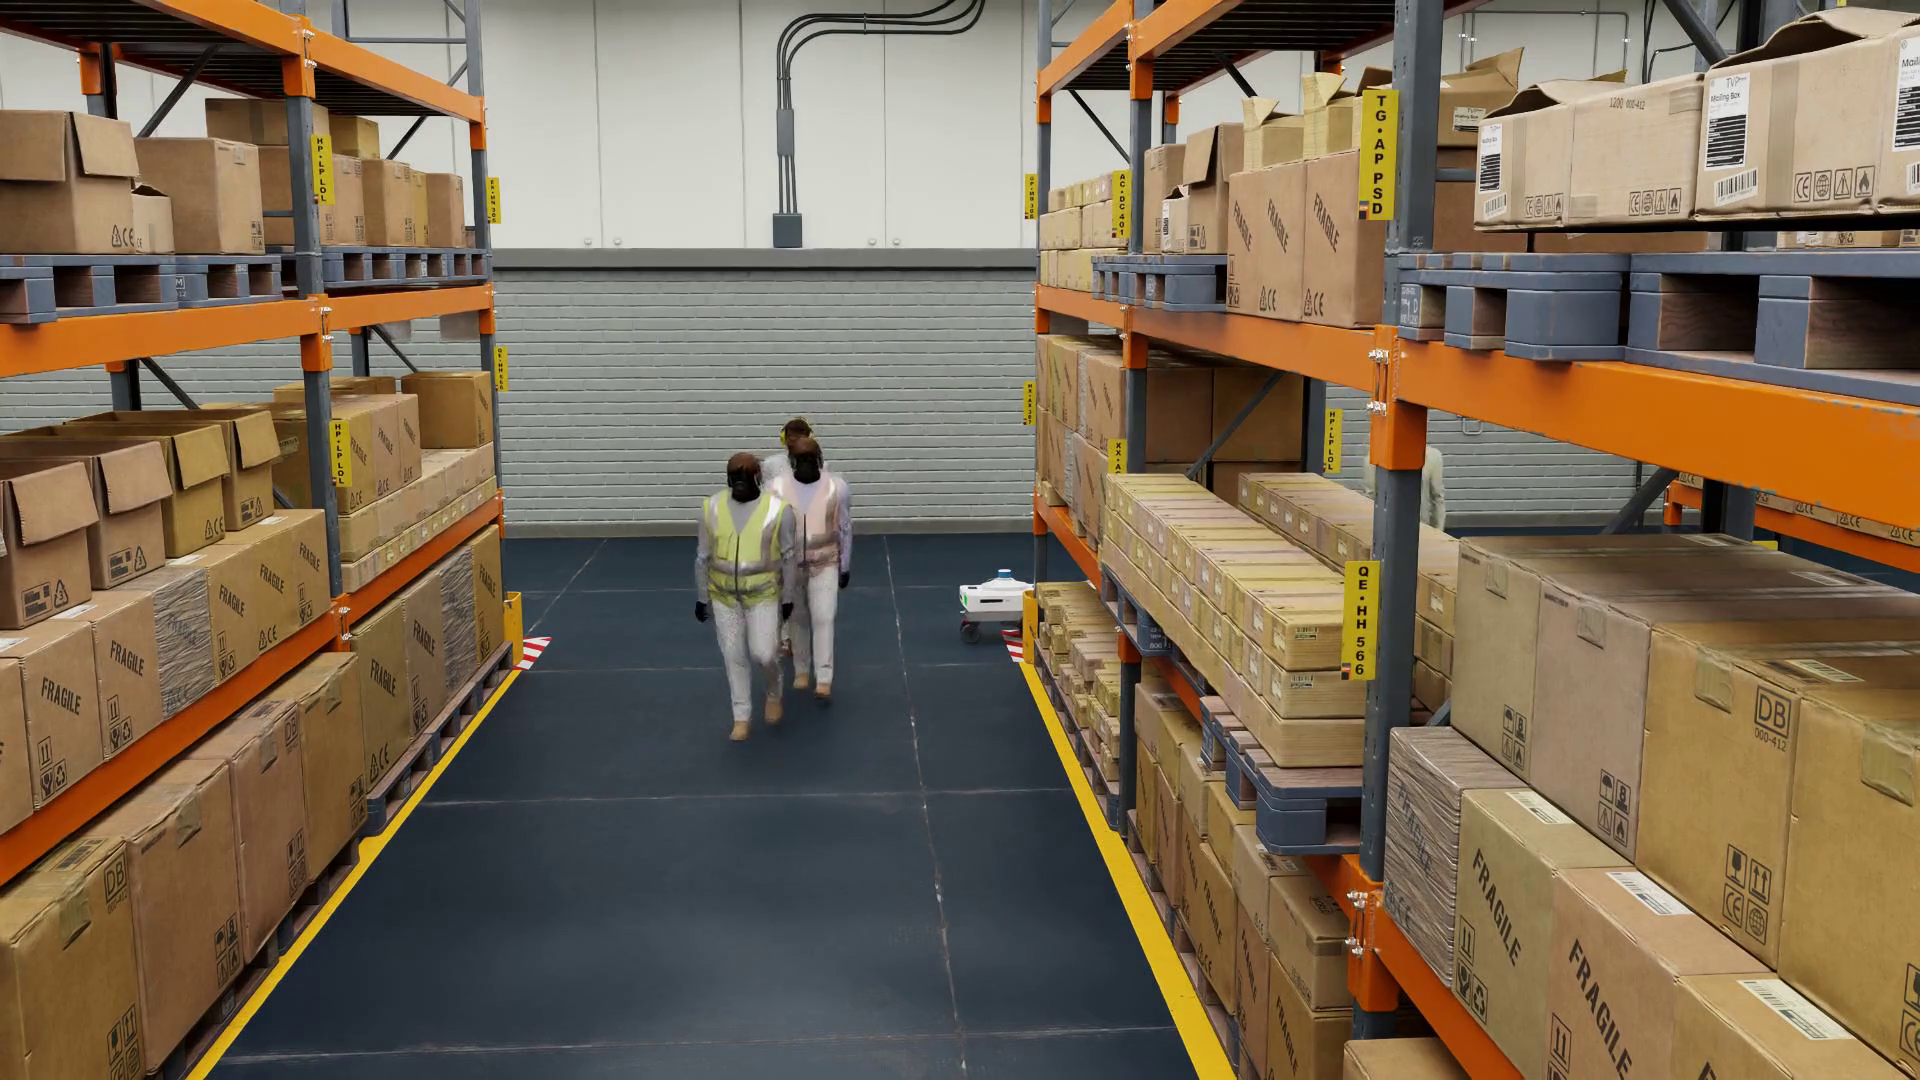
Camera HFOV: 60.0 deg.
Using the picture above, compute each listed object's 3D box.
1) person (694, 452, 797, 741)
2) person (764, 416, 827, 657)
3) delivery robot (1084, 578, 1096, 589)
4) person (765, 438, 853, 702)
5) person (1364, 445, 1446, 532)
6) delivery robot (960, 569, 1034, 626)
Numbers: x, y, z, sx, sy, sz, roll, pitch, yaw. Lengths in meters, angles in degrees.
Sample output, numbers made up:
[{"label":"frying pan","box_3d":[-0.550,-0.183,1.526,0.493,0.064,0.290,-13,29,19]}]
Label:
[{"label":"person","box_3d":[-1.360,0.353,10.498,0.629,1.828,0.438,1,10,8]},{"label":"person","box_3d":[-1.284,-0.047,12.793,0.559,1.843,0.534,0,10,2]},{"label":"delivery robot","box_3d":[1.053,0.496,13.118,0.707,0.478,0.477,-6,11,-31]},{"label":"person","box_3d":[-1.064,0.210,11.425,0.637,1.798,0.944,0,10,0]},{"label":"person","box_3d":[3.389,-0.105,12.809,0.611,1.965,0.920,-1,10,-5]},{"label":"delivery robot","box_3d":[0.352,0.478,13.225,0.707,0.478,0.477,-1,10,-5]}]
